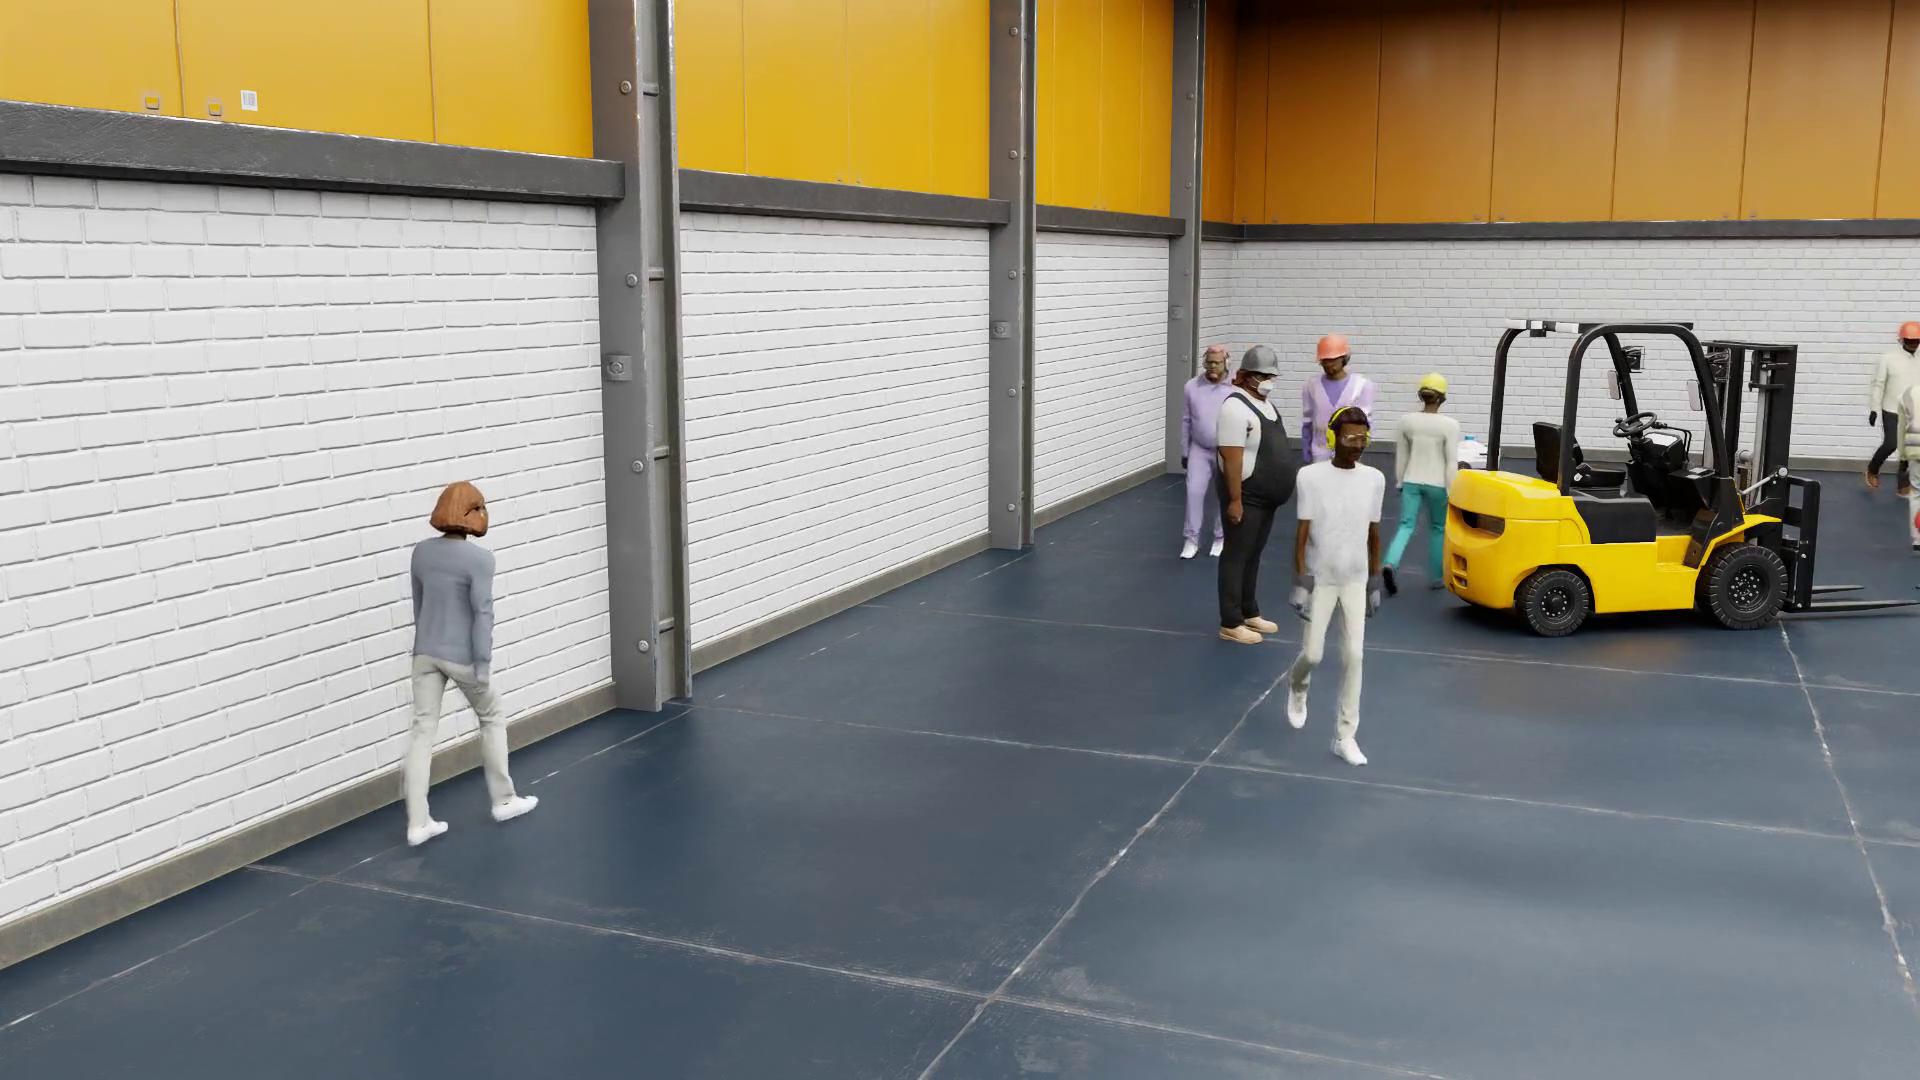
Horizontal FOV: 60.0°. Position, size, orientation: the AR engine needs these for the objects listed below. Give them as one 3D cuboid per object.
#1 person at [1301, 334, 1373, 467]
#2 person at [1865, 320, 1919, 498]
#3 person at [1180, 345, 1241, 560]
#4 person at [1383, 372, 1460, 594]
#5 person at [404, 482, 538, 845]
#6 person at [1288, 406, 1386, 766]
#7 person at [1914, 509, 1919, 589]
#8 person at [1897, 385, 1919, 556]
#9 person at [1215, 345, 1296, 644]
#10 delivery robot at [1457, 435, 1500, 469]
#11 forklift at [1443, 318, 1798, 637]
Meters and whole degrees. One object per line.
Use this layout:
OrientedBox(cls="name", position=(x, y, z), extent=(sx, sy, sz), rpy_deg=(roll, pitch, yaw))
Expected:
OrientedBox(cls="person", position=(3.094, -0.699, 13.812), extent=(0.599, 1.985, 0.993), rpy_deg=(3, 10, 20))
OrientedBox(cls="person", position=(10.432, -1.453, 18.447), extent=(0.644, 1.971, 0.589), rpy_deg=(1, 9, 5))
OrientedBox(cls="person", position=(2.192, -0.748, 14.466), extent=(0.645, 1.873, 0.811), rpy_deg=(3, 10, 19))
OrientedBox(cls="person", position=(3.621, -0.438, 13.009), extent=(0.531, 1.745, 0.749), rpy_deg=(8, 12, 39))
OrientedBox(cls="person", position=(-2.282, 0.534, 7.554), extent=(0.506, 1.582, 0.730), rpy_deg=(4, 10, 23))
OrientedBox(cls="person", position=(1.961, 0.209, 8.748), extent=(0.524, 1.851, 0.707), rpy_deg=(-1, 9, -6))
OrientedBox(cls="person", position=(7.738, -0.425, 12.961), extent=(0.557, 1.725, 0.645), rpy_deg=(2, 10, 11))
OrientedBox(cls="person", position=(8.670, -0.766, 14.803), extent=(0.676, 1.798, 0.602), rpy_deg=(-9, 13, -44))
OrientedBox(cls="person", position=(2.039, -0.329, 11.433), extent=(0.536, 2.000, 0.683), rpy_deg=(5, 11, 29))
OrientedBox(cls="delivery robot", position=(6.029, -1.001, 19.715), extent=(0.707, 0.478, 0.477), rpy_deg=(-3, 10, -18))
OrientedBox(cls="forklift", position=(4.706, -0.497, 11.990), extent=(2.313, 2.155, 1.214), rpy_deg=(-2, 10, -10))
